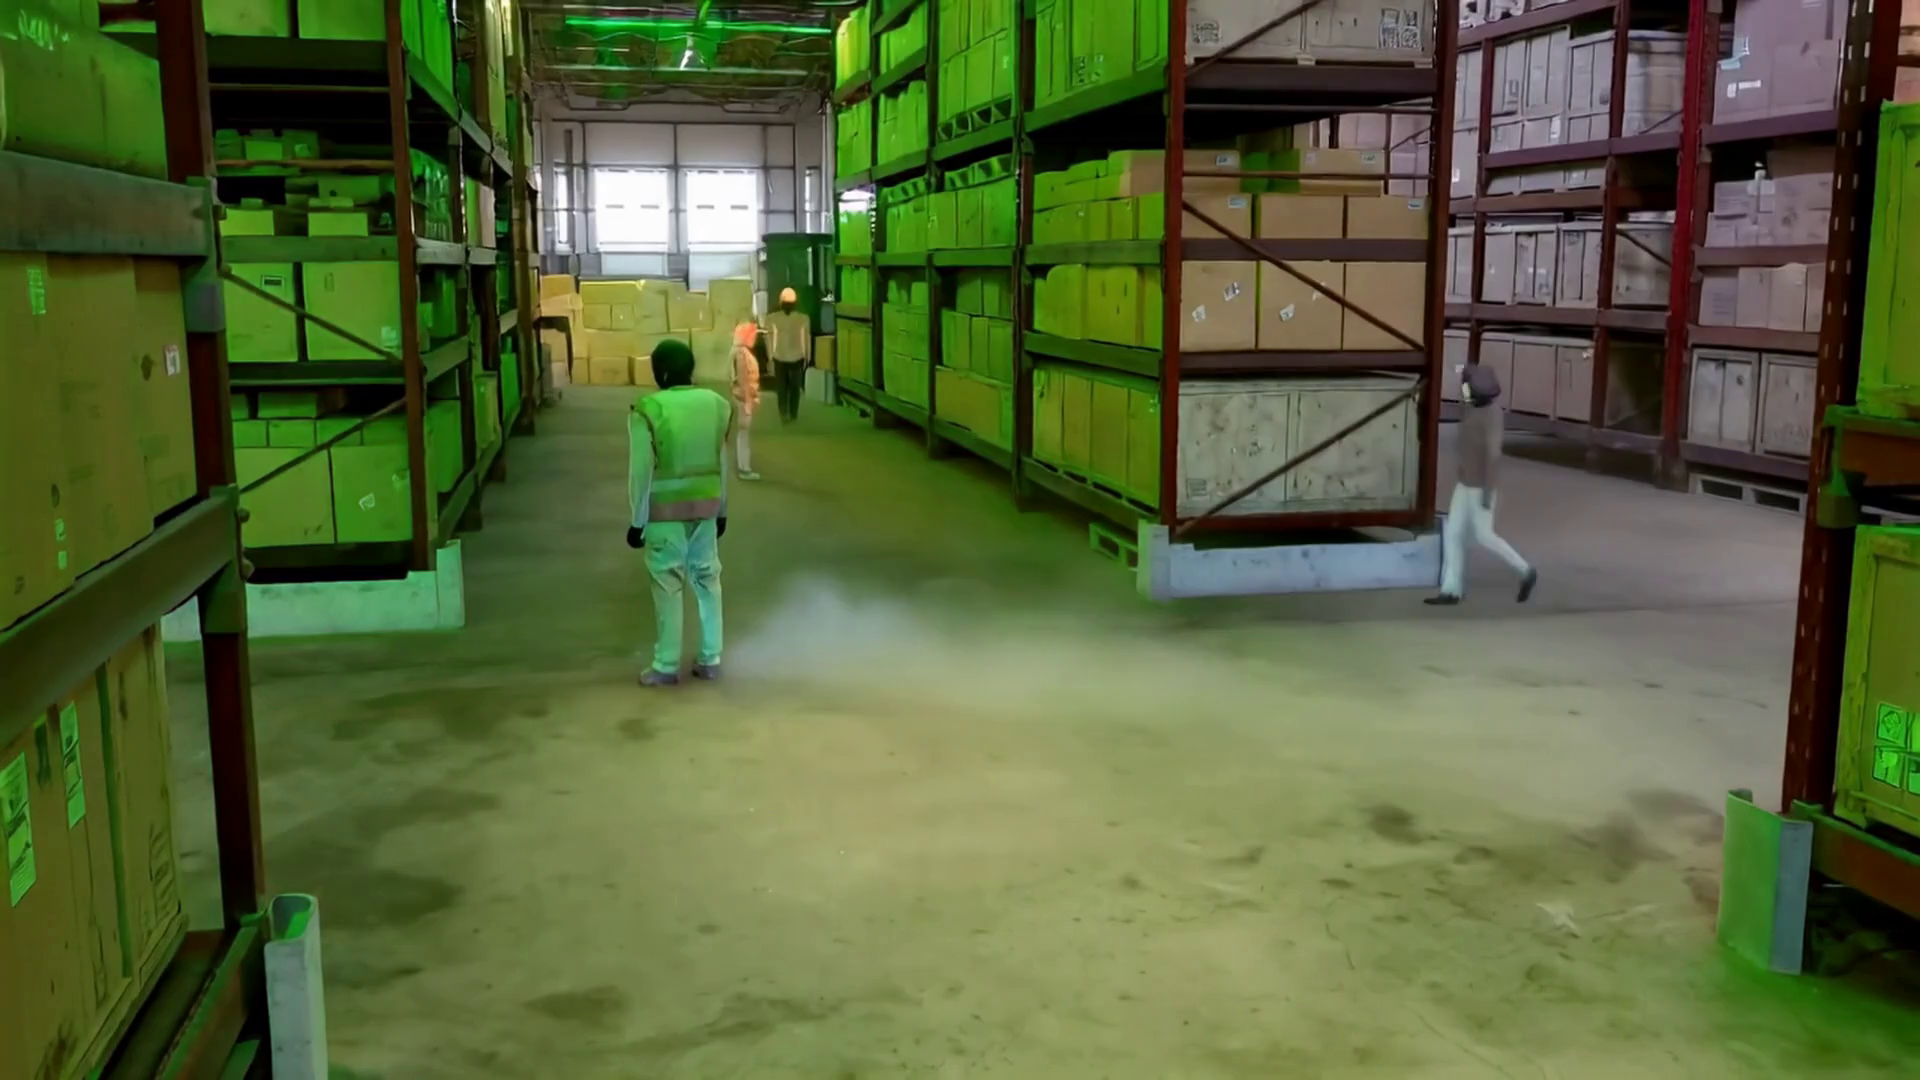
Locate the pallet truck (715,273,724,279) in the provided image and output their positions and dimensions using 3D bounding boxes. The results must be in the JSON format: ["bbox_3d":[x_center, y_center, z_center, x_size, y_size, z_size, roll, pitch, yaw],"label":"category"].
[{"bbox_3d":[-8.580,-8.986,62.280,1.885,1.965,0.823,1,9,5],"label":"pallet truck"}]

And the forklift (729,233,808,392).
[{"bbox_3d":[-3.138,-4.105,29.846,1.873,2.768,1.129,-8,12,-41],"label":"forklift"}]

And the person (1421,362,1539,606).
[{"bbox_3d":[3.424,-0.353,10.839,0.696,1.608,0.508,-1,9,-9],"label":"person"}]

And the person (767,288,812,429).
[{"bbox_3d":[-2.377,-2.540,23.206,0.619,1.940,1.056,-2,9,-9],"label":"person"}]

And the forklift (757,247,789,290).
[{"bbox_3d":[-5.569,-7.385,49.836,1.129,2.768,1.873,-3,10,-18],"label":"forklift"}]

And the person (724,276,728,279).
[{"bbox_3d":[-8.895,-9.145,63.578,0.986,1.901,0.564,1,9,8],"label":"person"}]

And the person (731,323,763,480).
[{"bbox_3d":[-2.246,-1.448,17.431,0.308,1.639,0.510,-2,9,-11],"label":"person"}]

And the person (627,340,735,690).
[{"bbox_3d":[-1.494,-0.134,8.802,0.627,1.844,0.429,-8,13,-42],"label":"person"}]
